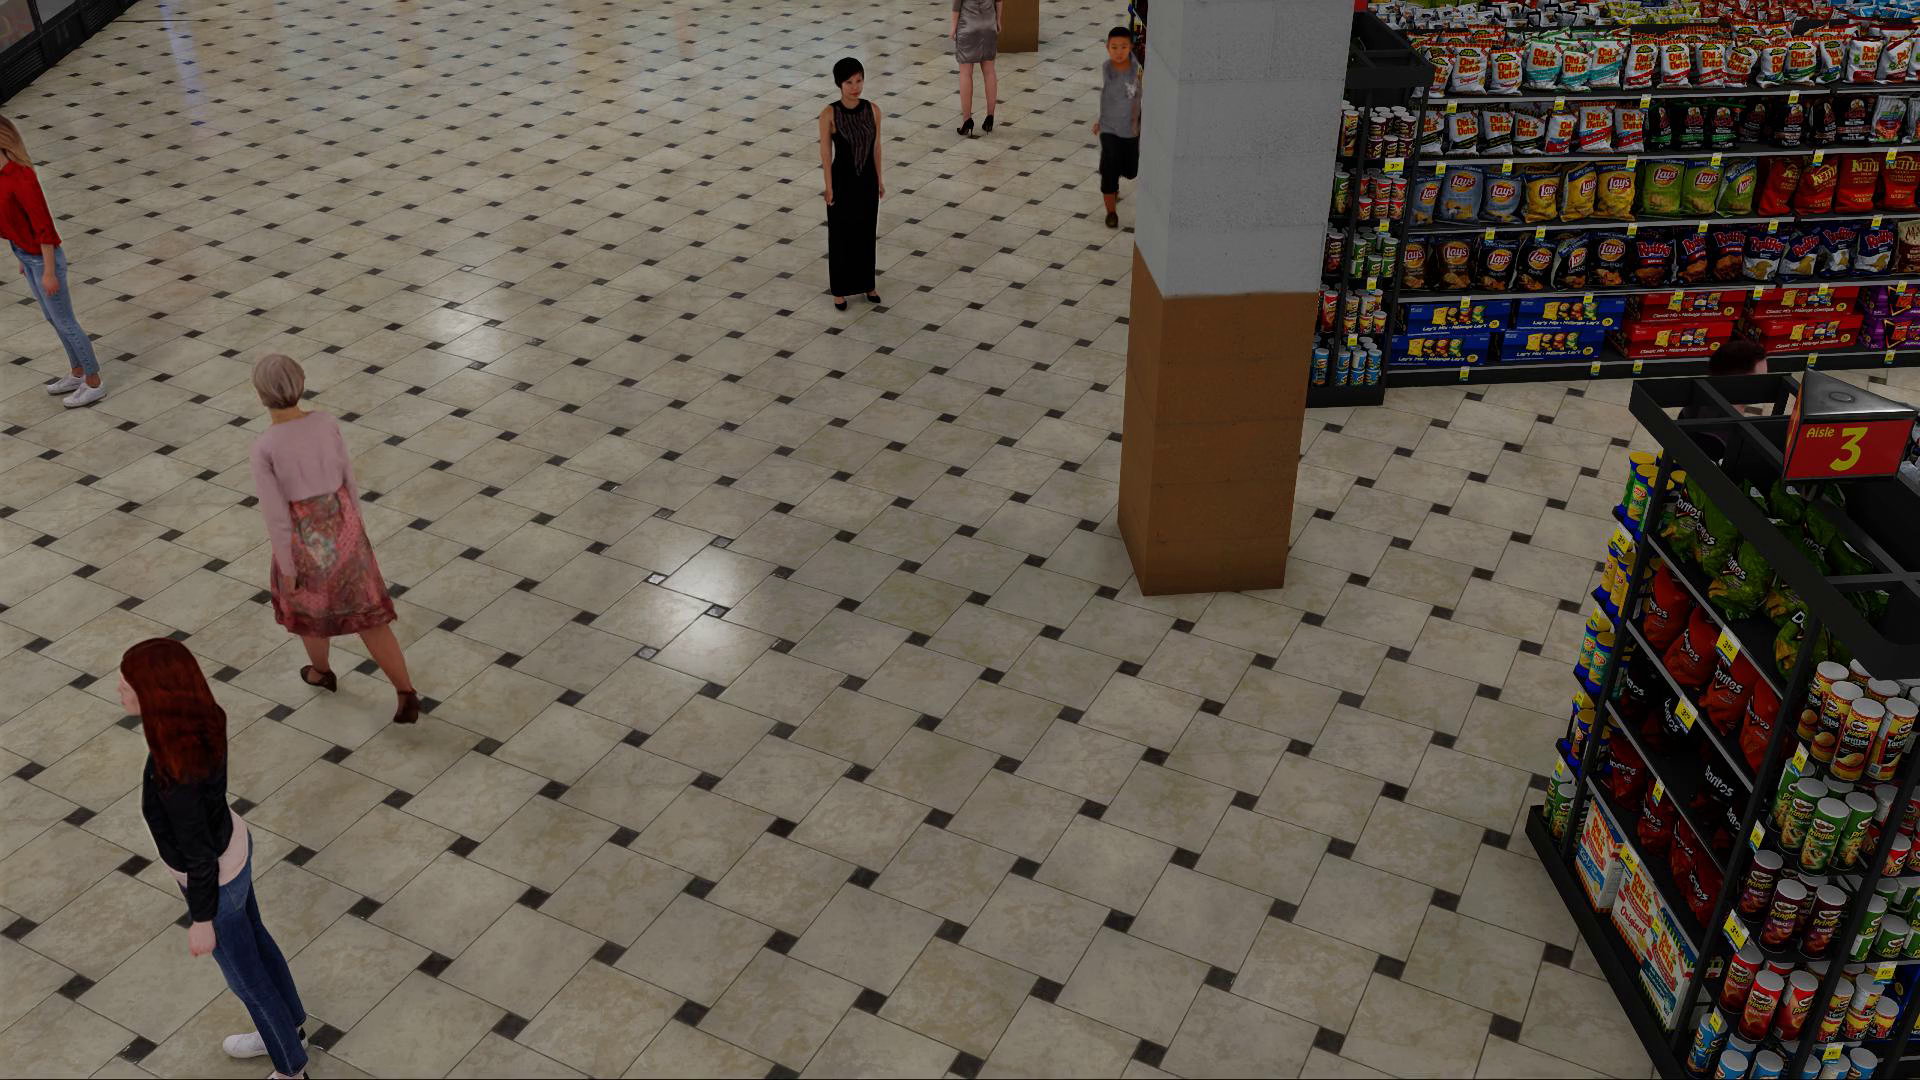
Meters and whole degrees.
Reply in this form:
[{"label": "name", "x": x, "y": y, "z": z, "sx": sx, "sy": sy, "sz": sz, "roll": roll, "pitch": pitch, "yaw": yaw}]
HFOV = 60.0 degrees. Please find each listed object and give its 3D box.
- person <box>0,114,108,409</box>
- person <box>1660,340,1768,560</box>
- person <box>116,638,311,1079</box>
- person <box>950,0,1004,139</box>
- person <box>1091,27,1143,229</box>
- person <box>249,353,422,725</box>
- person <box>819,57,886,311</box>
[{"label": "person", "x": -5.195, "y": -1.575, "z": 9.394, "sx": 0.716, "sy": 1.703, "sz": 0.684, "roll": -27, "pitch": 41, "yaw": -36}, {"label": "person", "x": 2.917, "y": 0.041, "z": 6.666, "sx": 0.591, "sy": 1.842, "sz": 0.686, "roll": -1, "pitch": 32, "yaw": -1}, {"label": "person", "x": -2.279, "y": 1.045, "z": 5.106, "sx": 0.617, "sy": 1.787, "sz": 0.621, "roll": -10, "pitch": 33, "yaw": -16}, {"label": "person", "x": 0.135, "y": -4.158, "z": 13.505, "sx": 0.542, "sy": 1.746, "sz": 0.706, "roll": -12, "pitch": 34, "yaw": -18}, {"label": "person", "x": 1.141, "y": -3.036, "z": 11.990, "sx": 0.799, "sy": 1.442, "sz": 0.621, "roll": -2, "pitch": 32, "yaw": -4}, {"label": "person", "x": -2.554, "y": 0.066, "z": 6.805, "sx": 1.097, "sy": 1.654, "sz": 1.044, "roll": 26, "pitch": 40, "yaw": 35}, {"label": "person", "x": -0.687, "y": -2.272, "z": 10.609, "sx": 0.571, "sy": 1.604, "sz": 0.704, "roll": -16, "pitch": 35, "yaw": -24}]
